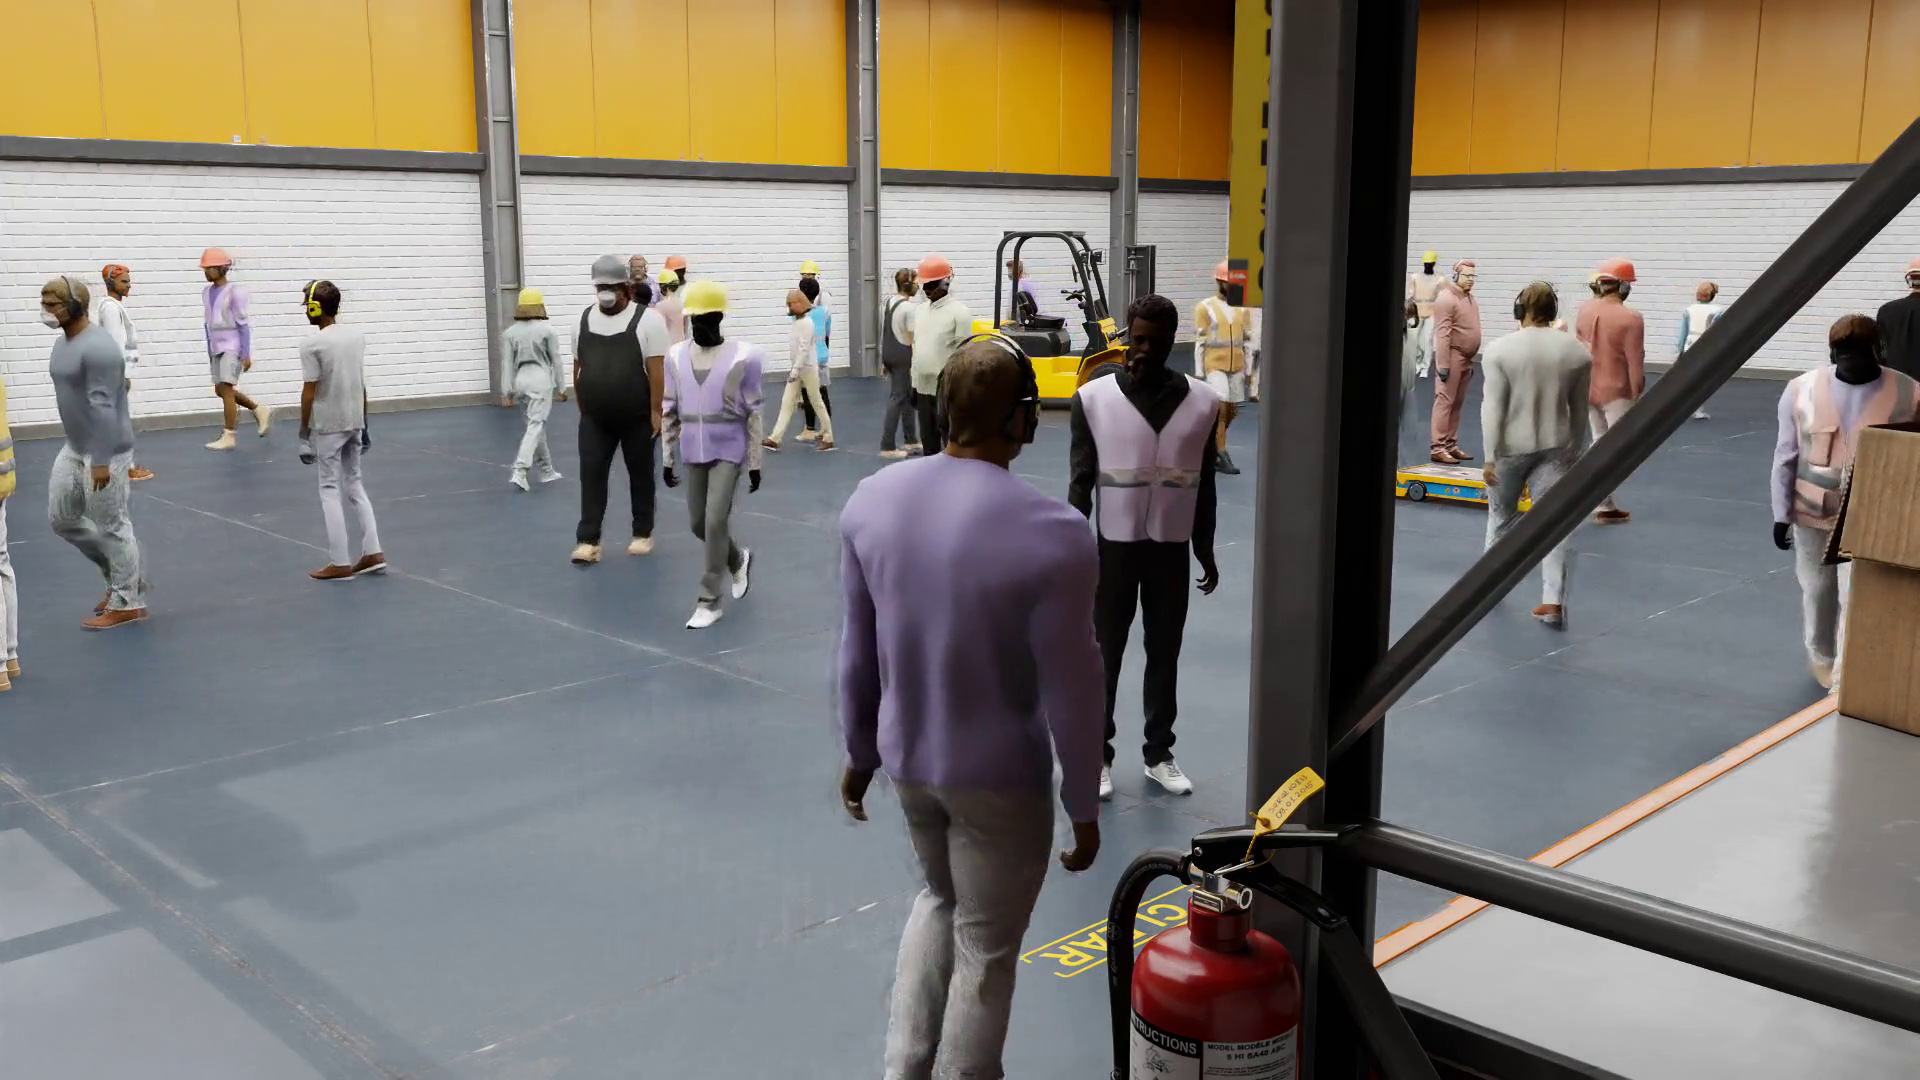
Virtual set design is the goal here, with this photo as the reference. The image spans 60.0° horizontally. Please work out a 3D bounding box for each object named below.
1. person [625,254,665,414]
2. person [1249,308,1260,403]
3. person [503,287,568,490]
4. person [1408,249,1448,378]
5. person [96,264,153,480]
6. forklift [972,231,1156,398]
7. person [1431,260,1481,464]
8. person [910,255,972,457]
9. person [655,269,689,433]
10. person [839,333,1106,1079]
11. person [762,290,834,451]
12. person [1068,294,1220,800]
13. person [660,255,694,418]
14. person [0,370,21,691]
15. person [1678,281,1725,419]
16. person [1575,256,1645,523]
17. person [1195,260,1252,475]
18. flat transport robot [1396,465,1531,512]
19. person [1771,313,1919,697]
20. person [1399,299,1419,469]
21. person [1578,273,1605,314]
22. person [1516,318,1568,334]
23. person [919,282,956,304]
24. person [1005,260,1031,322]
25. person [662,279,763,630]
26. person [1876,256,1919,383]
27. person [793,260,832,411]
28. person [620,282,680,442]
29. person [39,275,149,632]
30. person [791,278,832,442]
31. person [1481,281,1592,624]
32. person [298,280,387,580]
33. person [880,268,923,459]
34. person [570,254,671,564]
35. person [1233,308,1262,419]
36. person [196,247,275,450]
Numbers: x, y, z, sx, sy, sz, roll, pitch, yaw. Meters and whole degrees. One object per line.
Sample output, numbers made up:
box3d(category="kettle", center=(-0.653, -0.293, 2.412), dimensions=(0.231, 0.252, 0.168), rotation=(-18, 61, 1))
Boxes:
box3d(category="person", center=(-3.800, -2.425, 19.737), dimensions=(0.651, 1.905, 0.409), rotation=(-2, 11, -11))
box3d(category="person", center=(3.718, -2.664, 21.241), dimensions=(0.506, 1.845, 0.537), rotation=(-7, 12, -32))
box3d(category="person", center=(-3.631, -1.287, 14.097), dimensions=(0.485, 1.702, 0.895), rotation=(3, 11, 17))
box3d(category="person", center=(6.960, -3.372, 24.850), dimensions=(0.597, 1.914, 0.417), rotation=(6, 12, 29))
box3d(category="person", center=(-7.348, -1.463, 14.554), dimensions=(0.362, 1.883, 0.575), rotation=(-6, 12, -28))
box3d(category="forklift", center=(1.222, -2.721, 20.561), dimensions=(2.313, 2.155, 1.214), rotation=(2, 11, 13))
box3d(category="person", center=(4.693, -1.676, 15.664), dimensions=(0.399, 1.903, 0.643), rotation=(8, 13, 38))
box3d(category="person", center=(-0.170, -1.144, 12.533), dimensions=(0.393, 1.985, 0.611), rotation=(-9, 14, -42))
box3d(category="person", center=(-3.134, -2.043, 18.037), dimensions=(0.311, 1.768, 0.532), rotation=(6, 12, 28))
box3d(category="person", center=(0.042, 0.509, 3.681), dimensions=(0.662, 1.925, 0.433), rotation=(8, 13, 36))
box3d(category="person", center=(-1.611, -1.641, 16.324), dimensions=(0.830, 1.588, 0.504), rotation=(-6, 12, -28))
box3d(category="person", center=(0.694, 0.027, 6.335), dimensions=(0.591, 1.916, 0.379), rotation=(-2, 11, -12))
box3d(category="person", center=(-3.275, -2.362, 19.393), dimensions=(0.534, 1.899, 0.734), rotation=(6, 12, 28))
box3d(category="person", center=(-4.657, -0.199, 7.770), dimensions=(0.429, 1.845, 0.621), rotation=(-3, 11, -17))
box3d(category="person", center=(8.481, -2.160, 19.107), dimensions=(0.753, 1.611, 0.524), rotation=(-7, 13, -34))
box3d(category="person", center=(4.689, -1.071, 12.139), dimensions=(0.709, 1.976, 0.631), rotation=(-4, 11, -22))
box3d(category="person", center=(2.383, -1.577, 15.102), dimensions=(0.560, 1.913, 0.771), rotation=(-4, 11, -20))
box3d(category="flat transport robot", center=(4.113, -0.433, 13.337), dimensions=(0.652, 0.197, 1.431), rotation=(-10, 14, -44))
box3d(category="person", center=(4.006, -0.122, 7.507), dimensions=(0.629, 1.804, 0.901), rotation=(7, 13, 34))
box3d(category="person", center=(3.645, -1.236, 14.070), dimensions=(0.507, 1.613, 0.698), rotation=(-8, 13, -38))
box3d(category="person", center=(7.144, -2.175, 18.888), dimensions=(0.912, 1.721, 0.537), rotation=(-4, 11, -22))
box3d(category="person", center=(5.655, -1.621, 16.178), dimensions=(0.523, 1.599, 0.815), rotation=(7, 13, 35))
box3d(category="person", center=(-0.294, -2.780, 21.857), dimensions=(0.503, 1.849, 0.532), rotation=(1, 10, 6))
box3d(category="person", center=(0.778, -2.792, 21.985), dimensions=(0.635, 1.815, 0.569), rotation=(0, 10, 0))
box3d(category="person", center=(-1.358, -0.503, 9.286), dimensions=(0.594, 1.900, 0.818), rotation=(4, 11, 19))
box3d(category="person", center=(7.315, -1.188, 12.752), dimensions=(0.400, 1.990, 0.623), rotation=(-8, 13, -37))
box3d(category="person", center=(-1.819, -2.459, 20.115), dimensions=(0.601, 1.832, 0.404), rotation=(9, 14, 42))
box3d(category="person", center=(-3.159, -1.836, 17.198), dimensions=(0.849, 1.664, 0.530), rotation=(-3, 11, -18))
box3d(category="person", center=(-4.679, -0.454, 8.953), dimensions=(0.644, 1.926, 0.426), rotation=(8, 13, 39))
box3d(category="person", center=(-1.543, -1.861, 17.229), dimensions=(0.317, 1.695, 0.540), rotation=(8, 13, 37))
box3d(category="person", center=(3.215, -0.507, 9.362), dimensions=(0.651, 1.879, 1.060), rotation=(0, 10, -2))
box3d(category="person", center=(-3.847, -0.671, 10.291), dimensions=(0.381, 1.861, 0.558), rotation=(5, 12, 26))
box3d(category="person", center=(-0.484, -1.689, 15.947), dimensions=(0.759, 1.815, 0.546), rotation=(-6, 12, -31))
box3d(category="person", center=(-2.253, -0.861, 10.838), dimensions=(0.695, 2.000, 0.919), rotation=(1, 10, 6))
box3d(category="person", center=(3.436, -2.290, 19.171), dimensions=(0.982, 1.859, 0.686), rotation=(0, 10, 3))
box3d(category="person", center=(-7.300, -1.927, 16.730), dimensions=(0.612, 2.023, 0.768), rotation=(6, 12, 32))
